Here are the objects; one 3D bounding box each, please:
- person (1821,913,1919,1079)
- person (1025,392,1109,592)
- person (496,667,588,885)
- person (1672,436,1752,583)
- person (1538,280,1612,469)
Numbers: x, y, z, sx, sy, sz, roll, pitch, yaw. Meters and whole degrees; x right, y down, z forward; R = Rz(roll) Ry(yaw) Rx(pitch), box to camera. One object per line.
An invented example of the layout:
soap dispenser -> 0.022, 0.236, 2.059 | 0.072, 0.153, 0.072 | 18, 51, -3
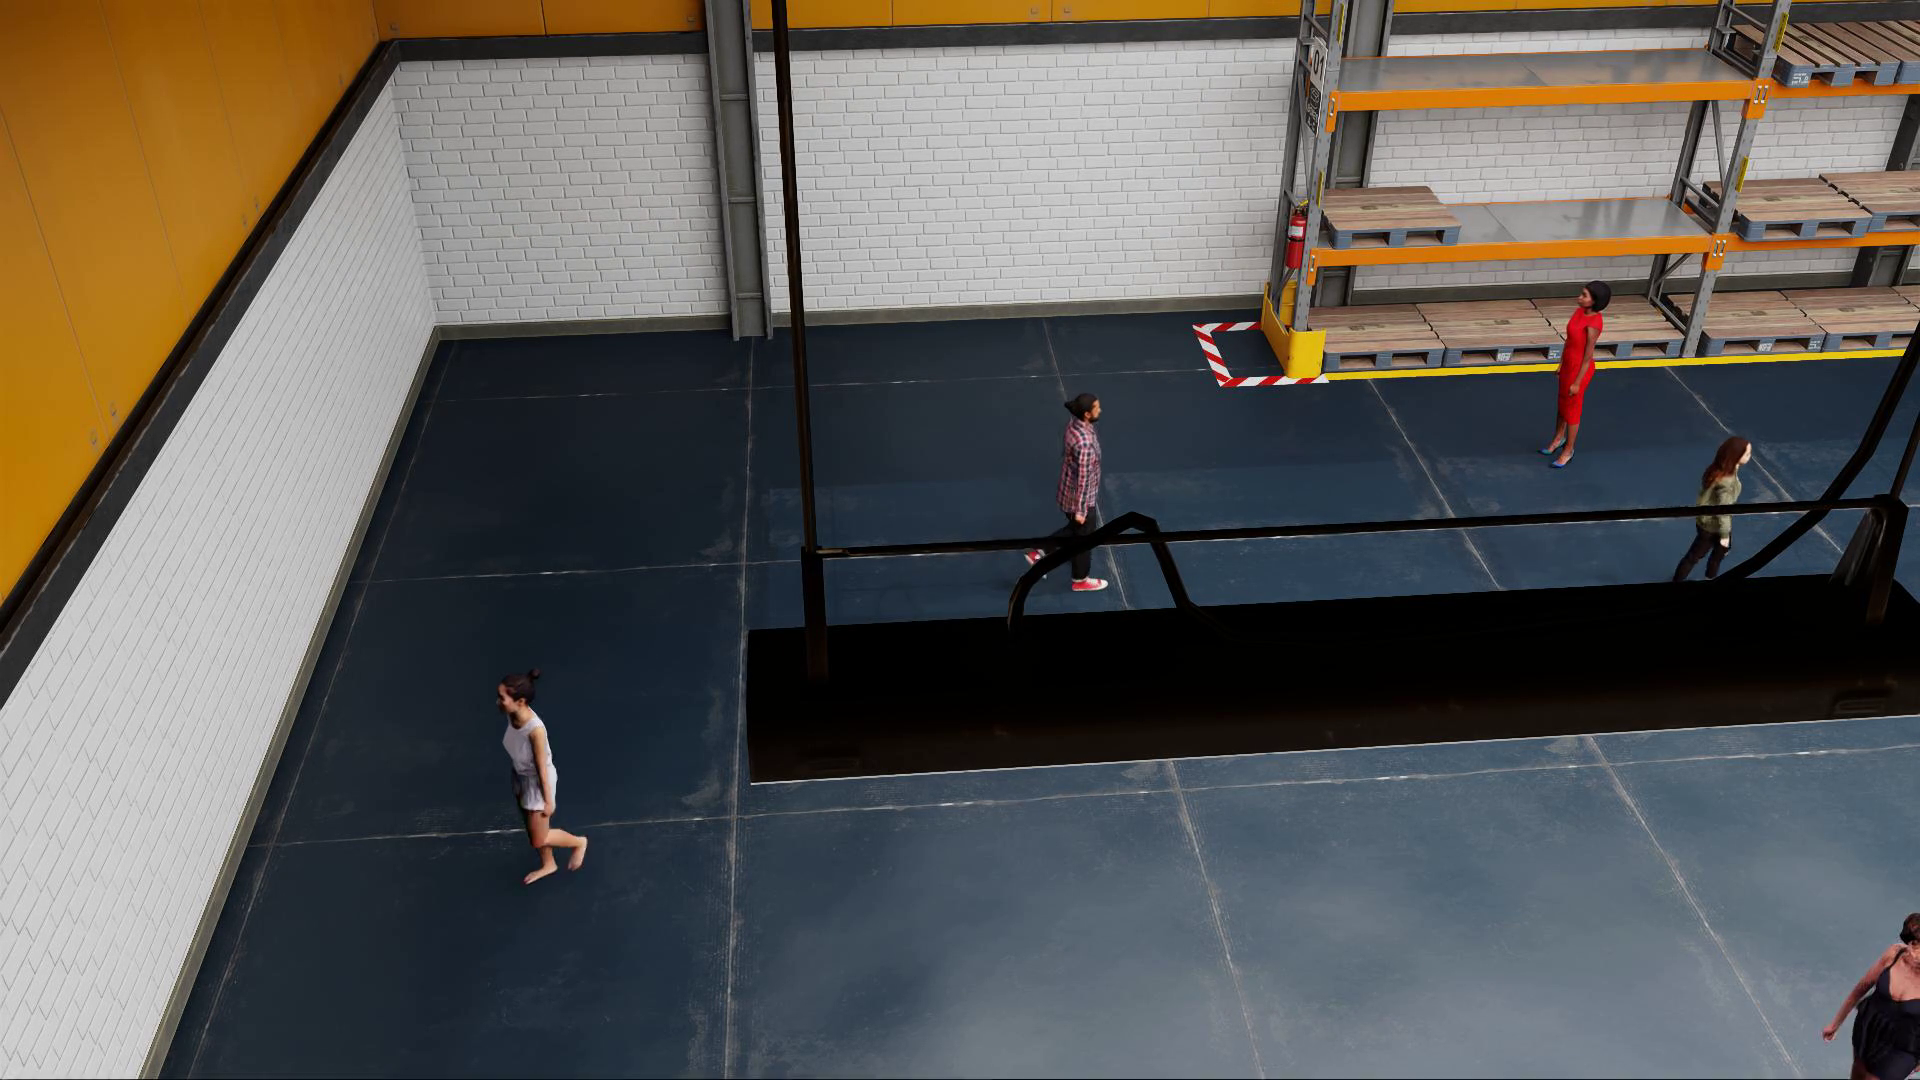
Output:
person -> 4.767, 2.511, 8.460 | 0.887, 1.767, 0.741 | -15, 36, -21
person -> 0.835, -0.340, 12.767 | 0.885, 1.748, 0.720 | -4, 34, -7
person -> -2.543, 1.453, 10.206 | 0.793, 1.597, 0.731 | -25, 41, -32
person -> 5.697, -0.159, 12.752 | 0.831, 1.463, 0.762 | 13, 36, 19
person -> 5.348, -1.445, 14.433 | 0.497, 1.744, 0.569 | -1, 34, -2
